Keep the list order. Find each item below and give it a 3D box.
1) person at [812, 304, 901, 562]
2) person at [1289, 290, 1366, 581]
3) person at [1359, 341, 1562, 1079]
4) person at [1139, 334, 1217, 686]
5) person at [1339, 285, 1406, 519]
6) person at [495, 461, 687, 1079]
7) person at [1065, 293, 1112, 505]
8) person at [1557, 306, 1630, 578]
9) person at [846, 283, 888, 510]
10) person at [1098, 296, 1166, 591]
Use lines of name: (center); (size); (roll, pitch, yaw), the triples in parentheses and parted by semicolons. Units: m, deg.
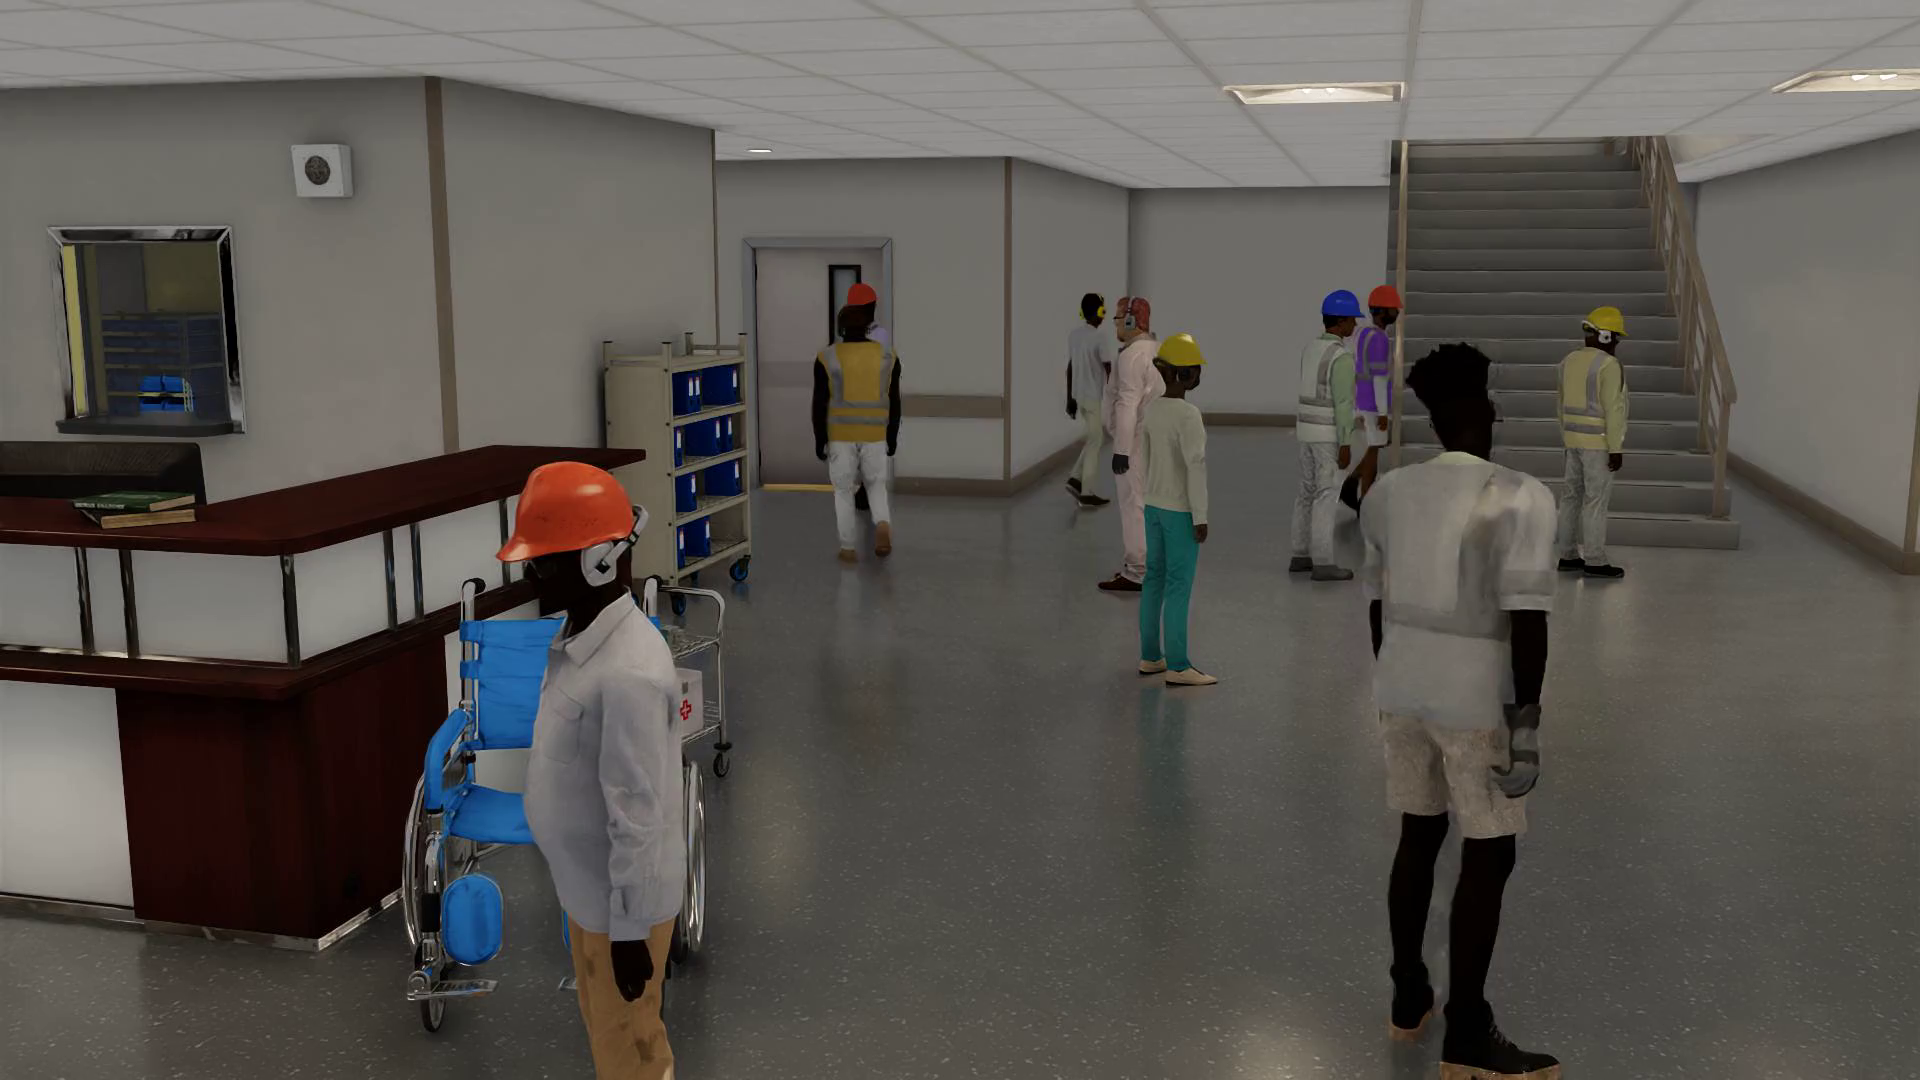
person: (-0.719, -0.730, 11.640); (0.639, 1.826, 0.549); (-3, 10, -16)
person: (2.475, -0.697, 11.143); (0.422, 1.938, 0.600); (-2, 10, -13)
person: (1.351, 0.445, 4.444); (0.451, 1.922, 0.764); (-6, 11, -30)
person: (1.095, -0.152, 8.408); (0.306, 1.771, 0.522); (-4, 10, -23)
person: (3.401, -1.111, 13.583); (0.413, 1.925, 0.557); (1, 10, 4)
person: (-0.756, 0.700, 3.462); (0.352, 1.743, 0.564); (-4, 10, -23)
person: (1.164, -1.213, 14.433); (0.404, 1.846, 0.586); (-5, 11, -28)
person: (4.280, -0.657, 11.224); (0.403, 1.822, 0.588); (-3, 10, -16)
person: (-0.810, -1.223, 14.242); (0.370, 1.928, 0.543); (-4, 10, -23)
person: (1.126, -0.624, 10.817); (0.399, 1.900, 0.648); (4, 10, 22)
